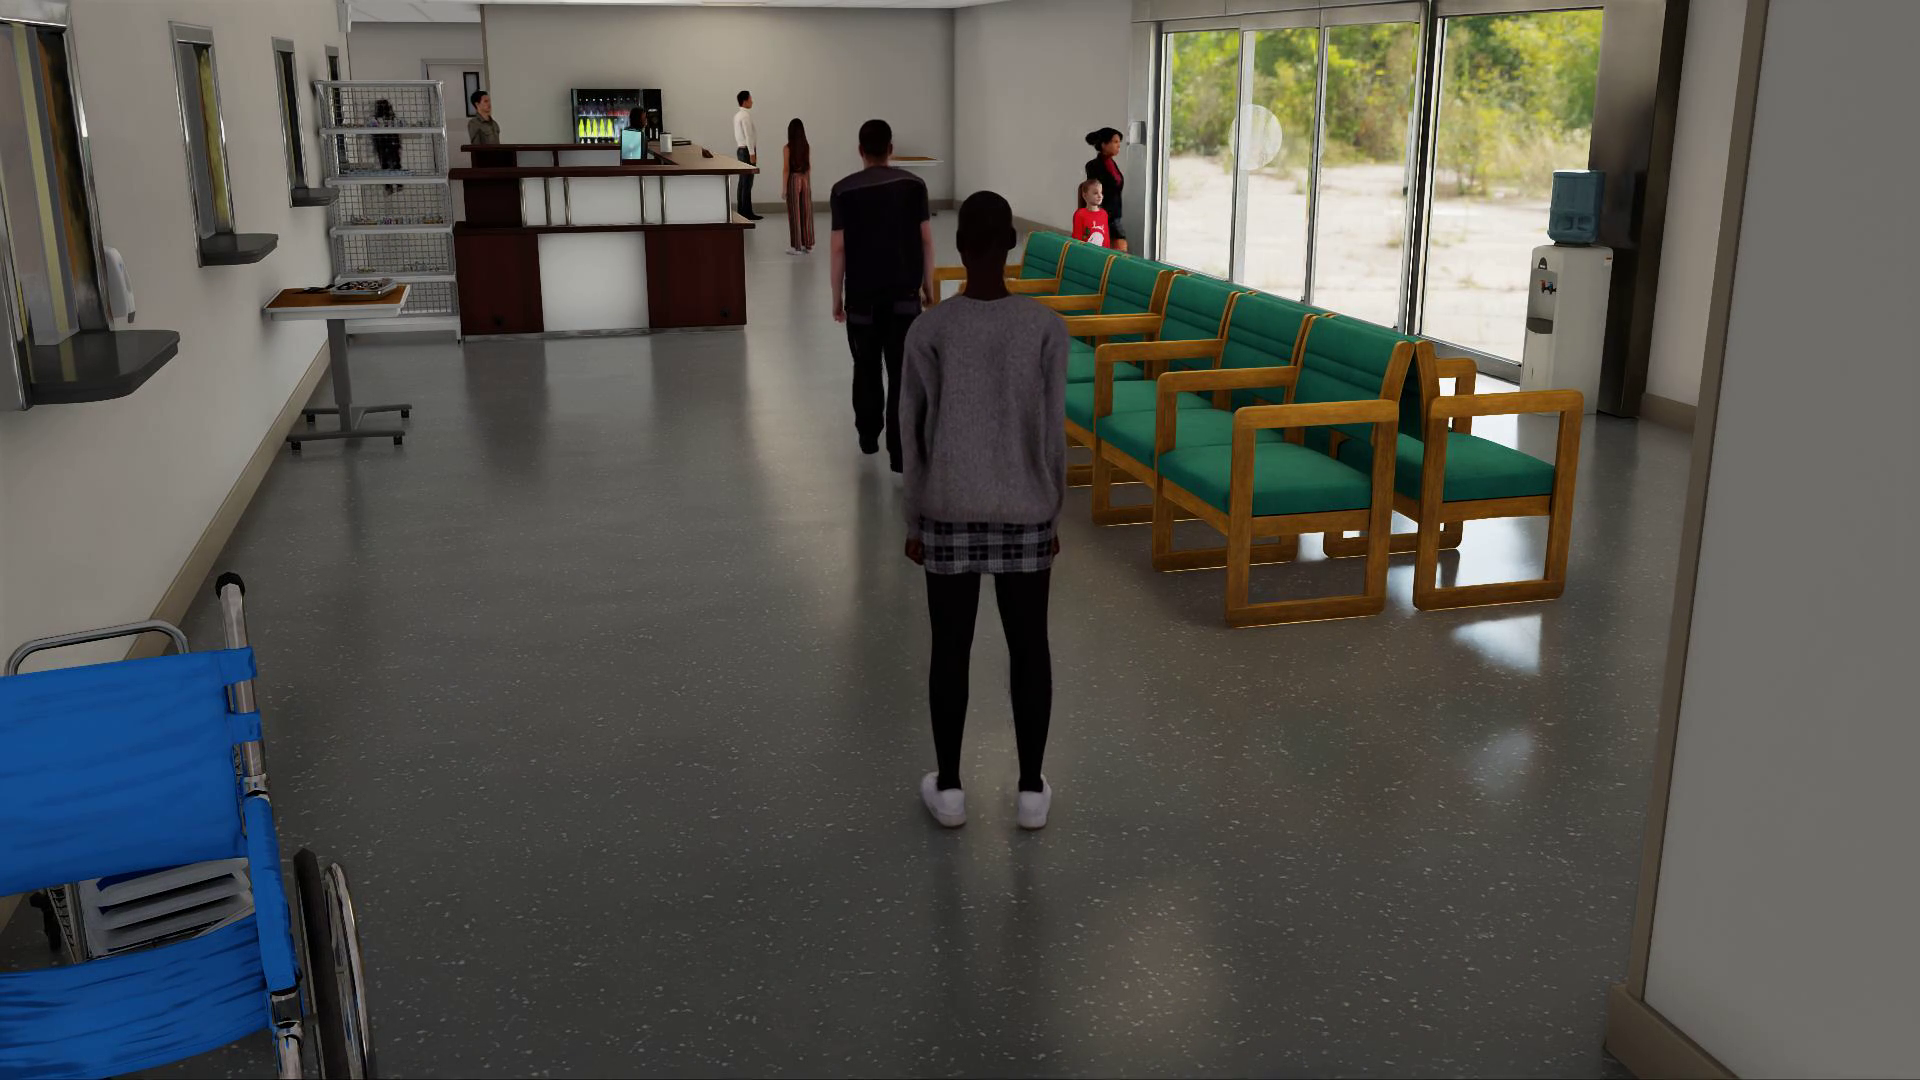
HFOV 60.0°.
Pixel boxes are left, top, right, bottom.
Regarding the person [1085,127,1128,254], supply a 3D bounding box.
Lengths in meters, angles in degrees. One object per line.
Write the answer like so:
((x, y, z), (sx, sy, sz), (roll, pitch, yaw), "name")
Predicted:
((1.090, -2.536, 13.708), (1.001, 1.588, 1.052), (14, 21, 40), "person")

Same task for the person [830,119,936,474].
((-0.384, -1.238, 8.699), (1.220, 1.808, 0.970), (0, 16, -1), "person")

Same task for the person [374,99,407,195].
((-9.875, -6.753, 28.677), (0.985, 1.580, 0.830), (-2, 16, -6), "person")

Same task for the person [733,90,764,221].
((-3.087, -5.536, 23.937), (0.612, 1.812, 0.689), (-7, 17, -23), "person")

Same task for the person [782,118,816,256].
((-1.889, -4.130, 19.409), (0.571, 1.562, 0.693), (-11, 19, -35), "person")

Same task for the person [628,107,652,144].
((-4.501, -5.109, 22.828), (0.829, 1.591, 0.771), (2, 16, 7), "person")

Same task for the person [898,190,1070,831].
((0.078, -0.063, 4.608), (0.574, 1.766, 0.736), (0, 16, 0), "person")

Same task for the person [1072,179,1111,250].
((0.999, -2.151, 12.904), (0.505, 1.282, 0.602), (-10, 19, -32), "person")

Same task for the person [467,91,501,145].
((-5.417, -4.178, 19.020), (0.780, 1.866, 0.792), (4, 16, 14), "person")
